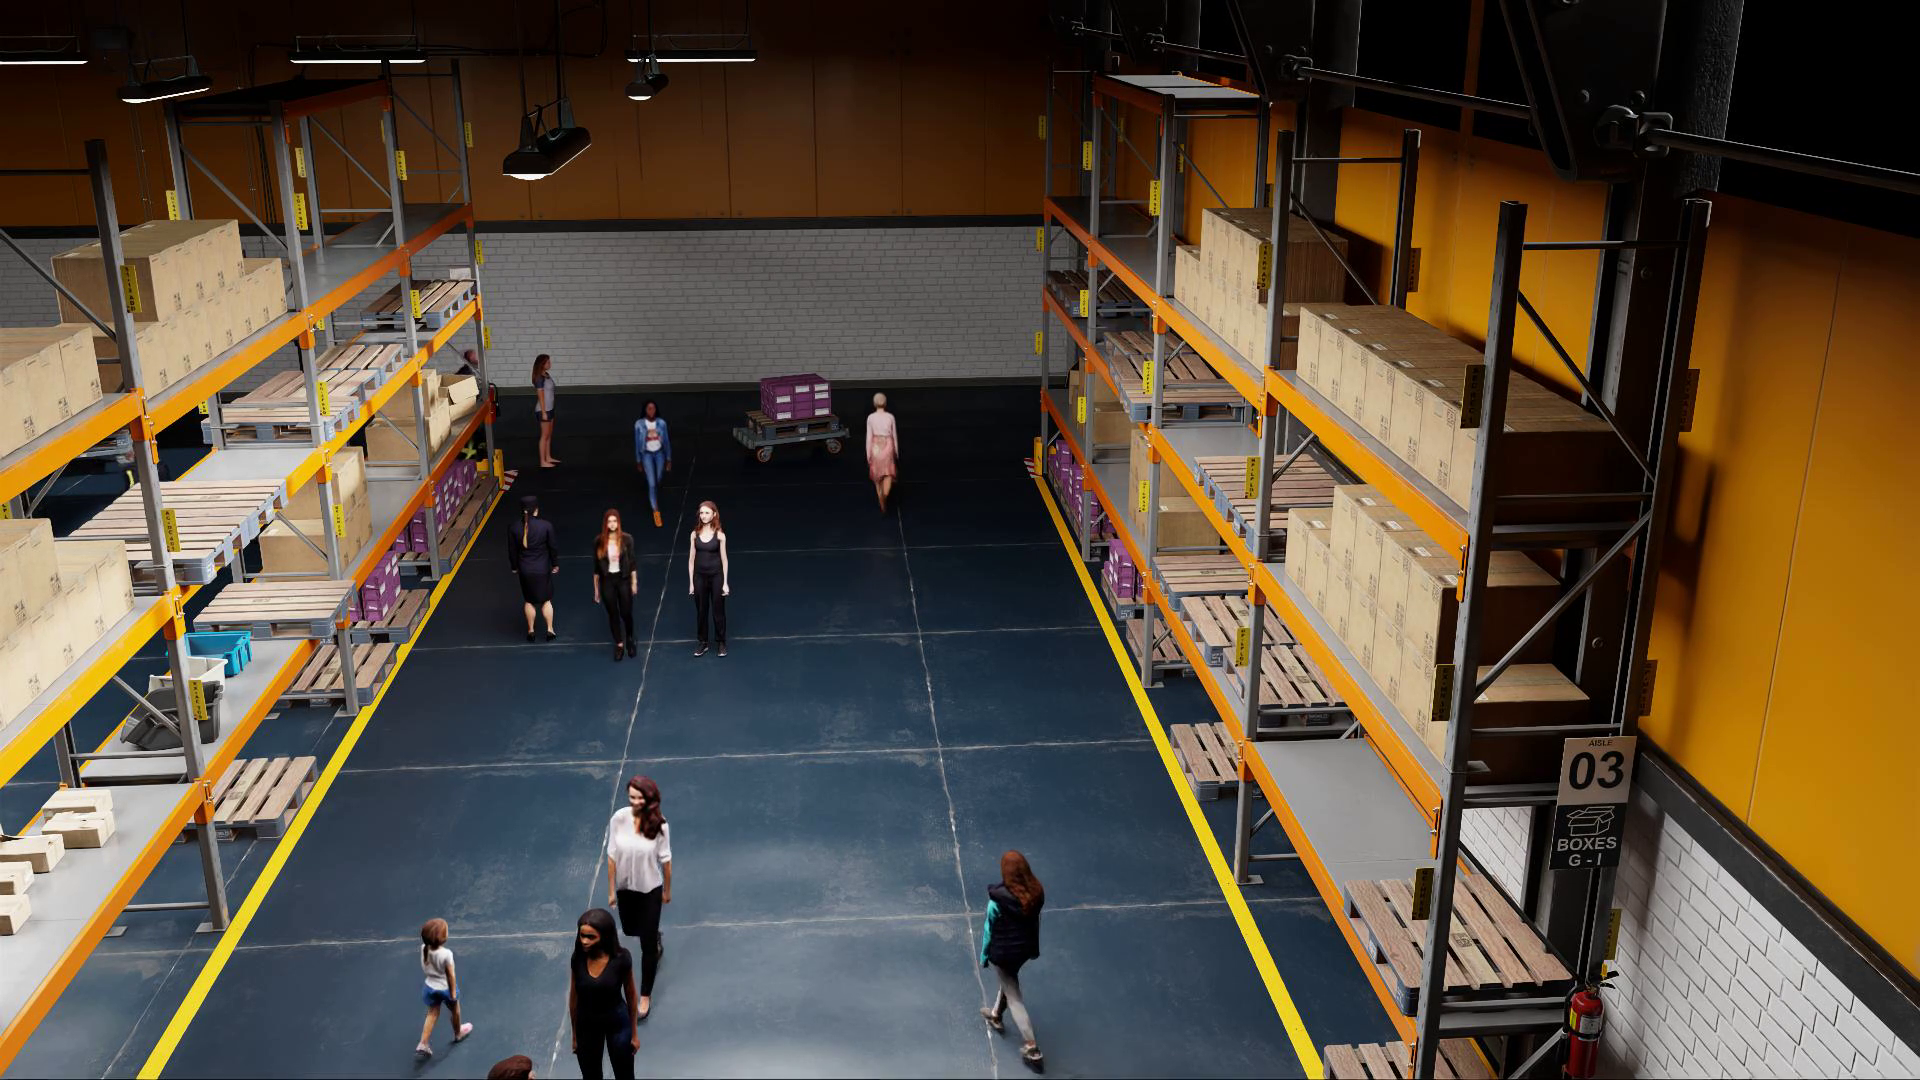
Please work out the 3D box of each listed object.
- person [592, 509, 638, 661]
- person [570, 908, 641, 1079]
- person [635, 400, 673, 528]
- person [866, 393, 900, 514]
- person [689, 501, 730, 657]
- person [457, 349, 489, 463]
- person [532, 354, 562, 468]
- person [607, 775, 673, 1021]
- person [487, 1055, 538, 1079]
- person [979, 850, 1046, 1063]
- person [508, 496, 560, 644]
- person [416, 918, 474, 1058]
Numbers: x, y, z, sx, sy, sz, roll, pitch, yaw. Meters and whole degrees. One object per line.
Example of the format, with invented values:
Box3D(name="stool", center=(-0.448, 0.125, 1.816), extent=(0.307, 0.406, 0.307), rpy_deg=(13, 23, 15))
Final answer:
Box3D(name="person", center=(-3.707, 0.449, 17.943), extent=(0.593, 1.698, 0.553), rpy_deg=(-2, 19, -5))
Box3D(name="person", center=(-2.181, 3.022, 10.240), extent=(0.581, 1.737, 0.553), rpy_deg=(0, 19, 0))
Box3D(name="person", center=(-4.176, -1.076, 22.525), extent=(0.878, 1.663, 1.275), rpy_deg=(-8, 20, -22))
Box3D(name="person", center=(-1.058, -1.160, 22.760), extent=(0.702, 1.673, 0.950), rpy_deg=(2, 19, 5))
Box3D(name="person", center=(-2.707, 0.406, 17.992), extent=(0.610, 1.747, 0.556), rpy_deg=(1, 19, 2))
Box3D(name="person", center=(-7.383, -1.946, 24.891), extent=(1.052, 1.802, 1.007), rpy_deg=(-14, 23, -35))
Box3D(name="person", center=(-6.262, -1.954, 25.032), extent=(0.672, 1.728, 0.509), rpy_deg=(1, 19, 2))
Box3D(name="person", center=(-2.257, 2.466, 11.842), extent=(0.791, 1.769, 1.115), rpy_deg=(3, 19, 9))
Box3D(name="person", center=(-2.249, 3.495, 8.594), extent=(0.776, 1.892, 0.626), rpy_deg=(-5, 19, -15))
Box3D(name="person", center=(0.382, 2.824, 11.253), extent=(0.875, 1.466, 1.050), rpy_deg=(-13, 22, -33))
Box3D(name="person", center=(-4.696, 0.329, 18.349), extent=(0.695, 1.667, 0.622), rpy_deg=(-3, 19, -8))
Box3D(name="person", center=(-3.576, 3.044, 11.321), extent=(0.589, 1.005, 0.752), rpy_deg=(7, 20, 19))
